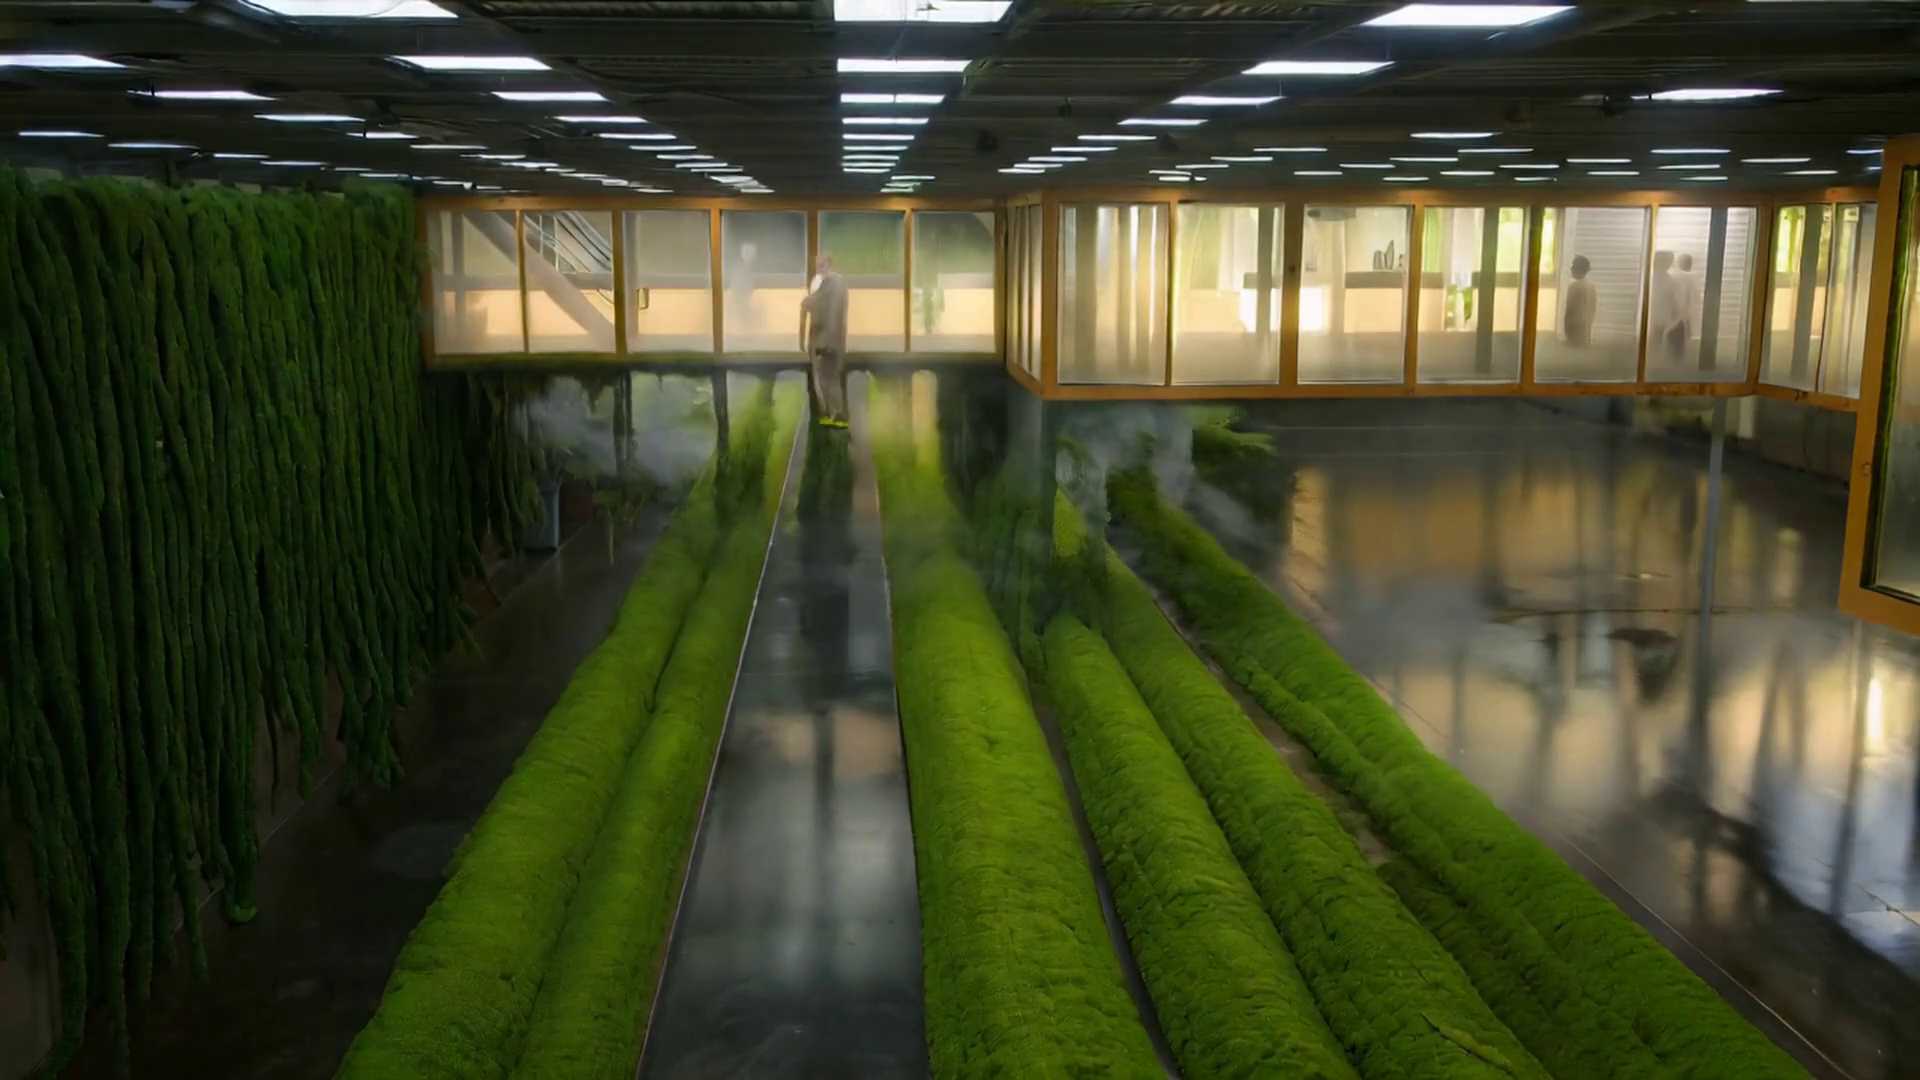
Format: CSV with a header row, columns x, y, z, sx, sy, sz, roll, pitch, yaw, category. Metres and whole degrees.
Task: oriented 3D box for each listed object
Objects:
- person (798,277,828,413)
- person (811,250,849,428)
x,y,z,sx,sy,sz,roll,pitch,yaw,category
-1.572,-2.228,18.988,0.519,1.615,0.564,-4,11,-19,person
-1.425,-2.128,17.684,0.499,1.888,0.667,1,11,6,person
